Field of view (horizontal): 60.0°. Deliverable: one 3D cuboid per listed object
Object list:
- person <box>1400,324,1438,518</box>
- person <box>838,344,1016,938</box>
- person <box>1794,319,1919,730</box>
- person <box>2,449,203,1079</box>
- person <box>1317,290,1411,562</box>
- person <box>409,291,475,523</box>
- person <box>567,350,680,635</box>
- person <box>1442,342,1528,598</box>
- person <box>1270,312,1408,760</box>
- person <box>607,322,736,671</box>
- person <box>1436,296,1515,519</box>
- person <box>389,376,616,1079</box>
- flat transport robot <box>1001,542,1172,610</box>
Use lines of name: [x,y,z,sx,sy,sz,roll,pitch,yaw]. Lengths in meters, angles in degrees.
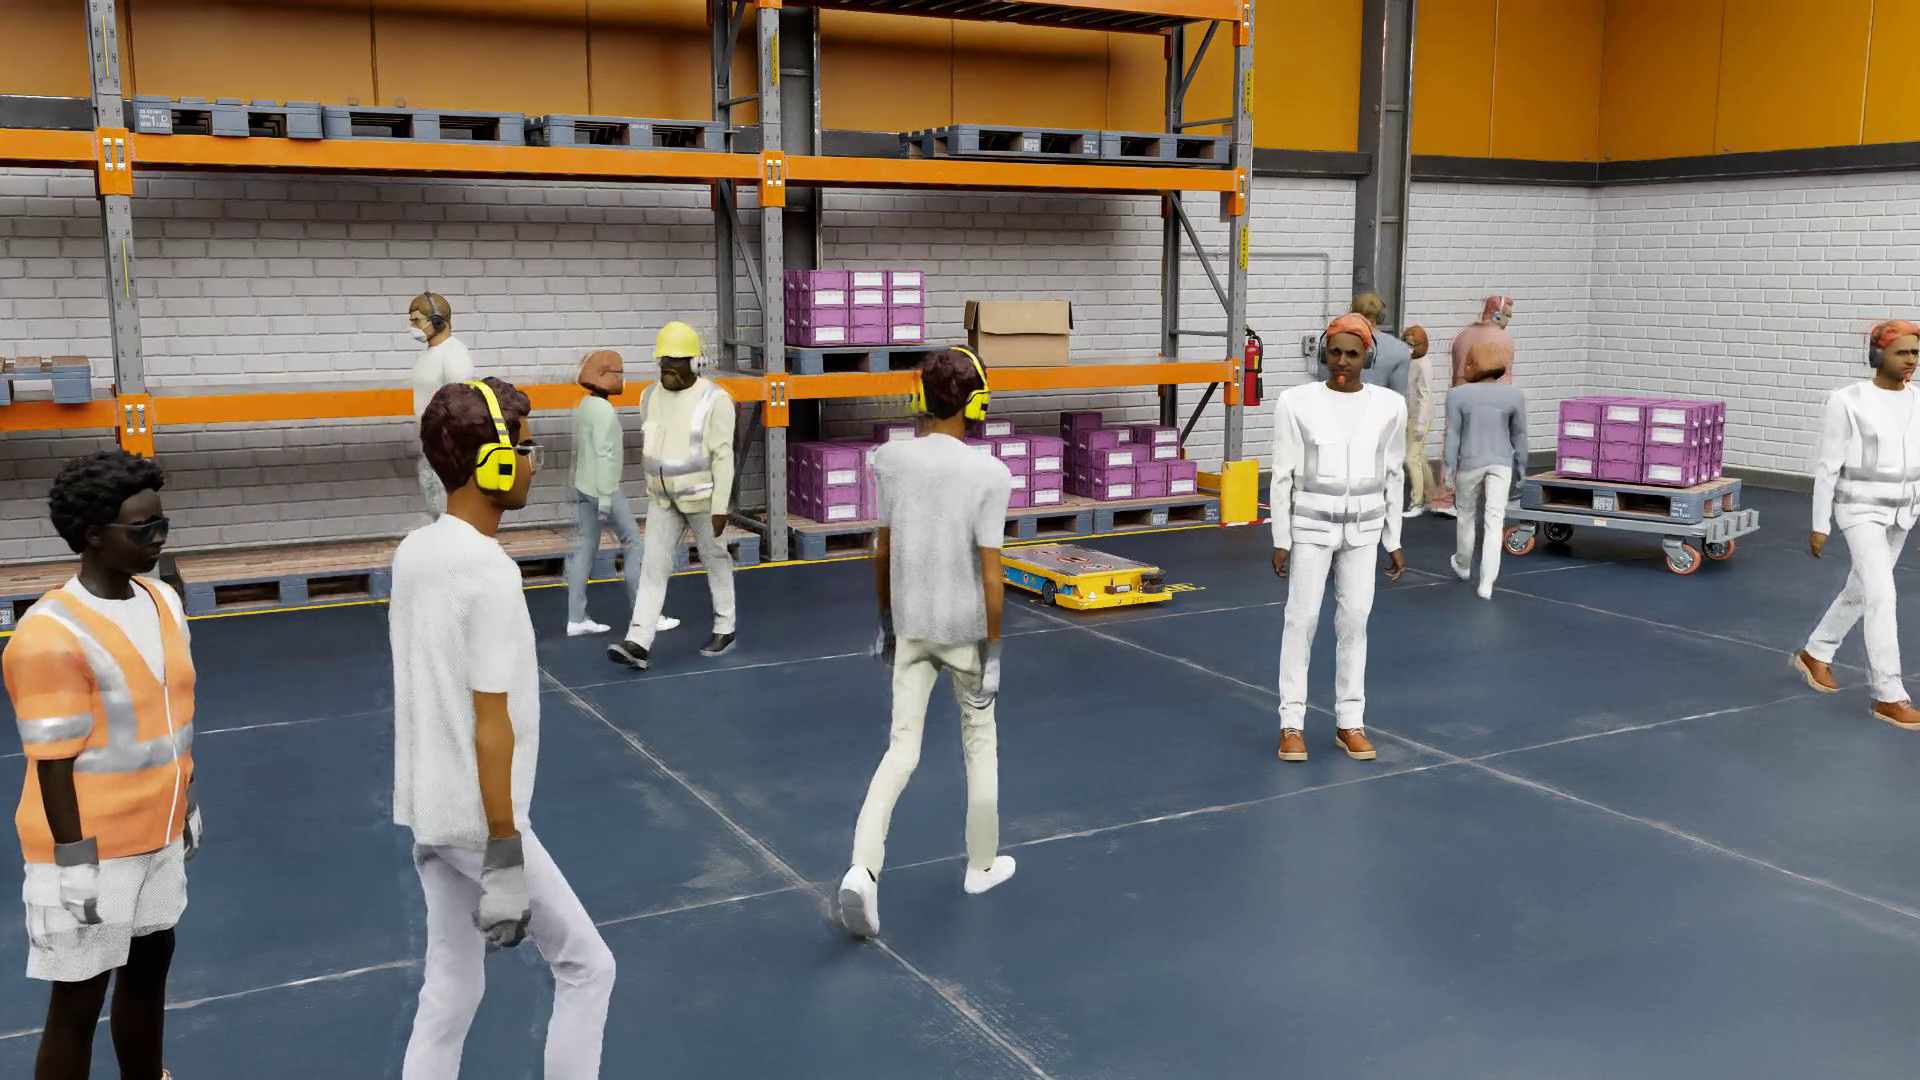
person: [3.829,-0.986,13.797,0.497,1.604,0.567,-1,9,-5]
person: [-0.099,0.309,5.246,0.527,1.835,0.865,4,10,24]
person: [4.272,-0.114,7.794,0.589,1.844,0.964,-2,10,-12]
person: [-1.851,0.642,3.651,0.324,1.691,0.537,1,9,7]
person: [2.725,-0.736,11.332,0.633,1.920,0.678,4,10,24]
person: [-3.004,-0.472,9.685,0.372,1.934,0.627,-6,11,-34]
person: [-1.927,-0.264,9.400,0.716,1.604,0.517,-5,11,-30]
person: [3.341,-0.462,10.629,0.530,1.583,0.863,2,9,10]
person: [1.582,-0.006,6.991,0.573,1.885,0.357,0,9,-2]
person: [-1.443,-0.219,8.573,0.612,1.780,0.961,4,10,24]
person: [4.299,-1.085,13.714,0.989,1.842,0.668,-6,11,-32]
person: [-0.924,0.584,3.530,0.723,1.842,0.549,-8,12,-40]
flat transport robot: [0.667,0.207,10.595,0.652,0.197,1.431,-5,11,-28]
